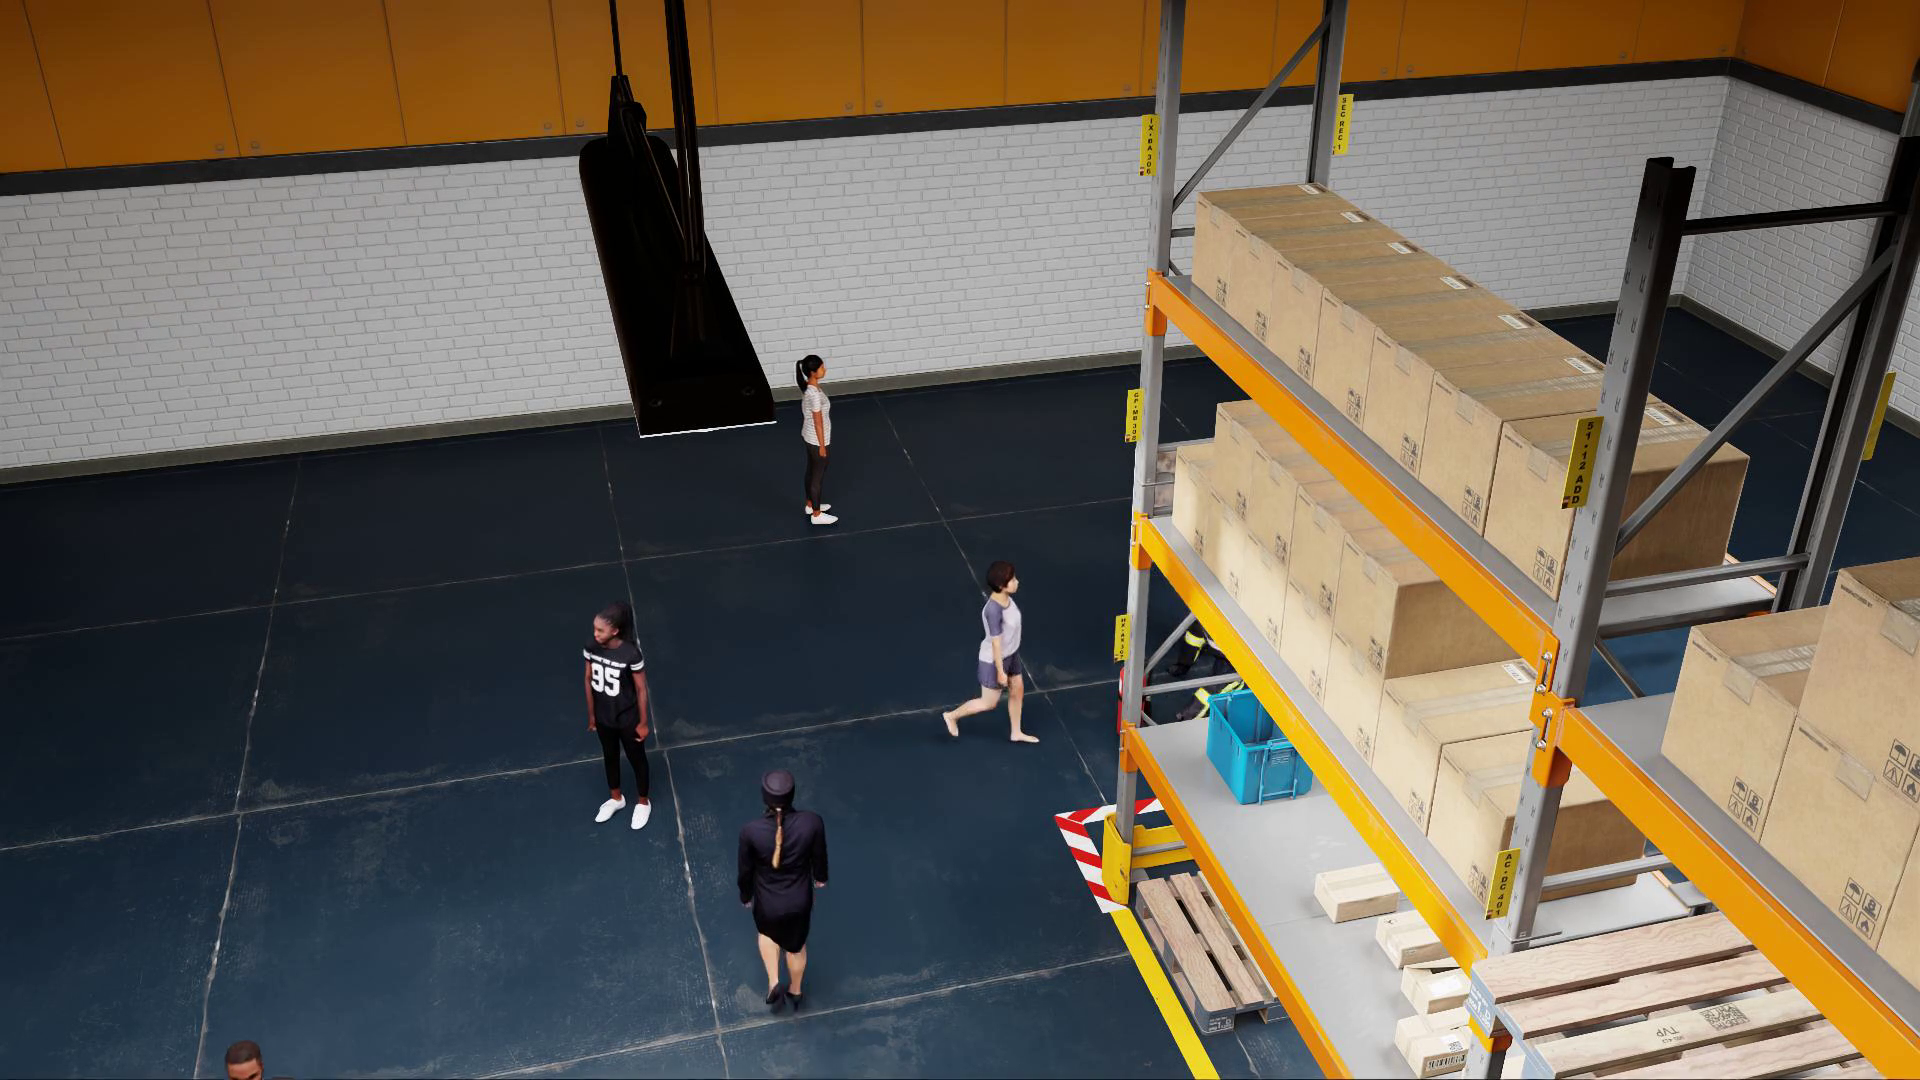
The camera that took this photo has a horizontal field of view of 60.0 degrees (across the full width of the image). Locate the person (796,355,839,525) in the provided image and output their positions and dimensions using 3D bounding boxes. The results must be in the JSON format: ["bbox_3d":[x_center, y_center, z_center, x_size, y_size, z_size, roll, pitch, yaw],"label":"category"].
[{"bbox_3d":[-1.340,-0.951,15.442,0.624,1.646,0.456,-8,30,-14],"label":"person"}]

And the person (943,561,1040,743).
[{"bbox_3d":[0.220,0.858,12.235,0.926,1.542,0.956,8,30,15],"label":"person"}]

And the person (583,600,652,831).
[{"bbox_3d":[-2.343,1.191,11.425,0.710,1.732,0.744,10,30,18],"label":"person"}]

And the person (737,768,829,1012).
[{"bbox_3d":[-1.033,2.129,9.778,0.694,1.664,0.623,-7,29,-12],"label":"person"}]
